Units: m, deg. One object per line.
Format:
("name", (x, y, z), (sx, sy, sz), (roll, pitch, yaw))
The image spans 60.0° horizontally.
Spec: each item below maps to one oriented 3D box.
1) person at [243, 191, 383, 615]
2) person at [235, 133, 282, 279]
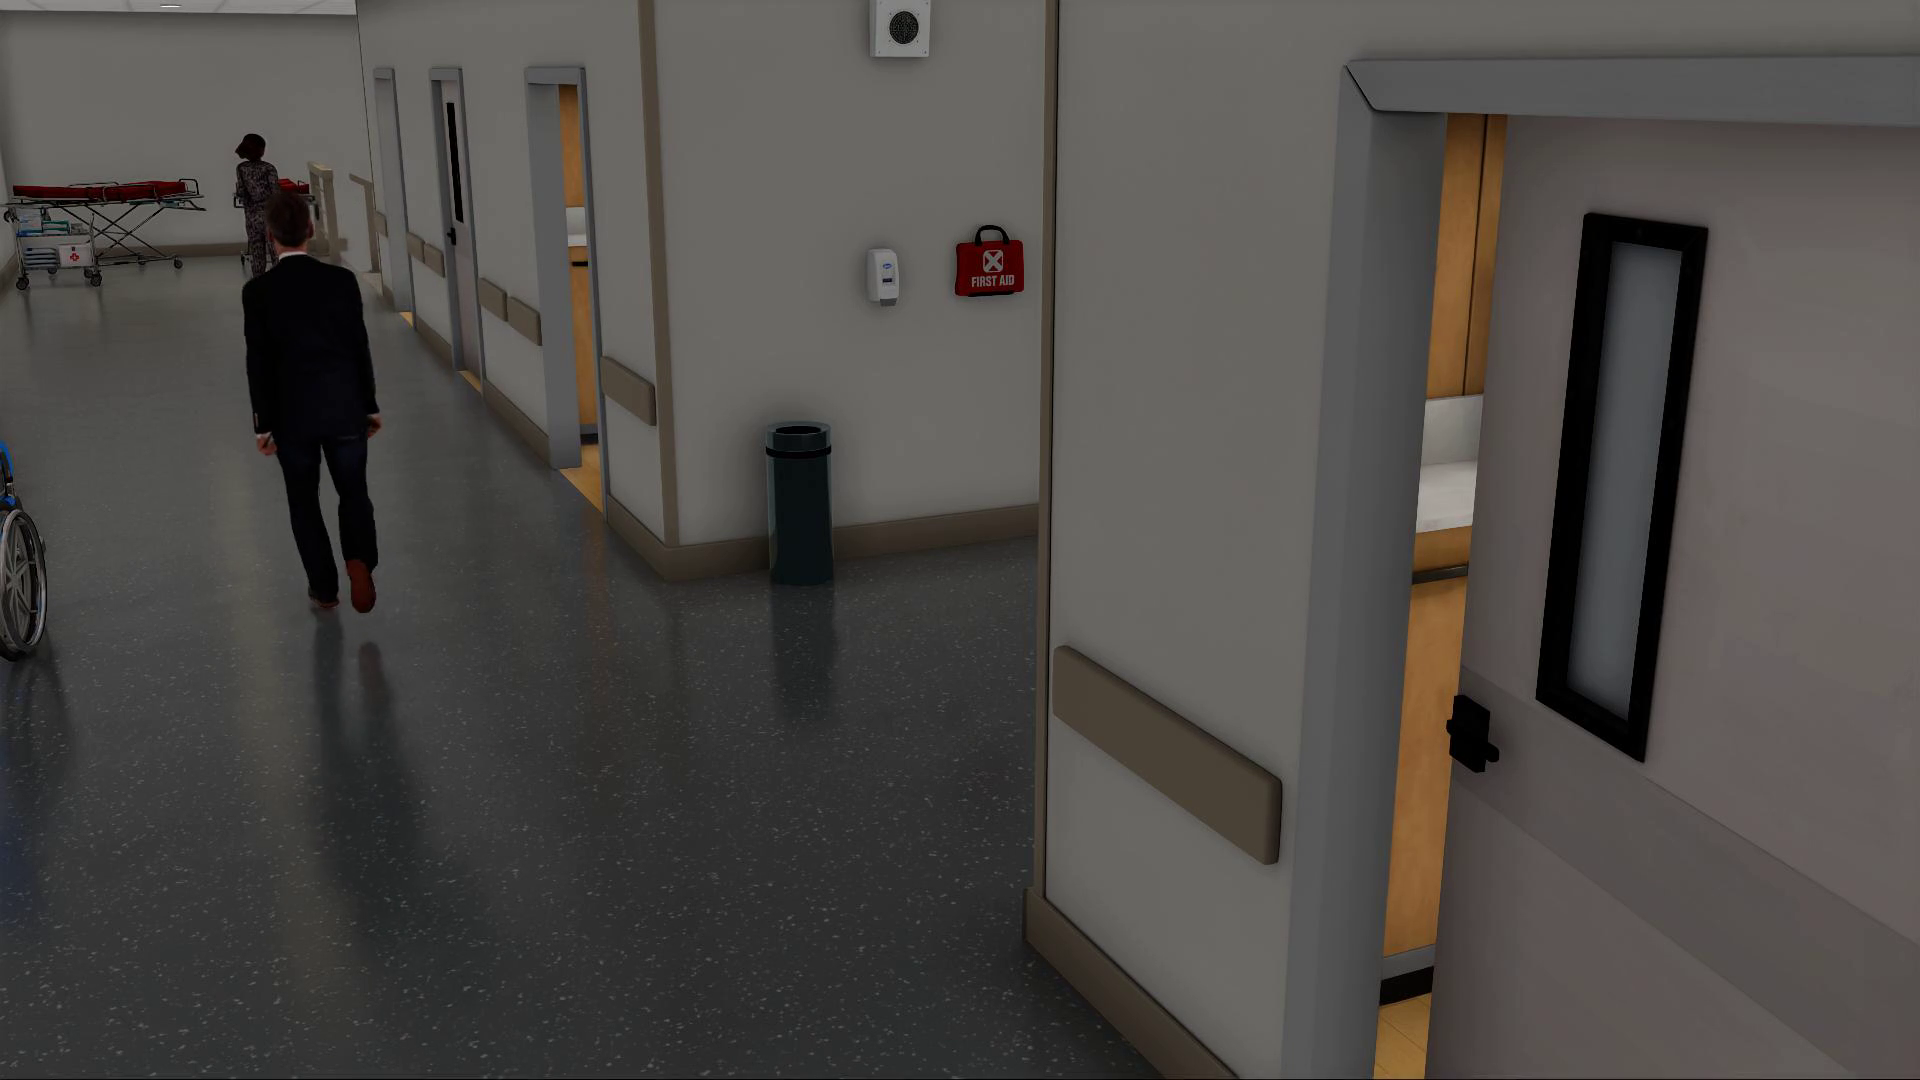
("person", (-2.705, -0.547, 7.033), (0.708, 1.804, 0.959), (-9, 18, -28))
("person", (-6.791, -3.090, 16.219), (0.682, 1.714, 0.723), (3, 16, 9))
